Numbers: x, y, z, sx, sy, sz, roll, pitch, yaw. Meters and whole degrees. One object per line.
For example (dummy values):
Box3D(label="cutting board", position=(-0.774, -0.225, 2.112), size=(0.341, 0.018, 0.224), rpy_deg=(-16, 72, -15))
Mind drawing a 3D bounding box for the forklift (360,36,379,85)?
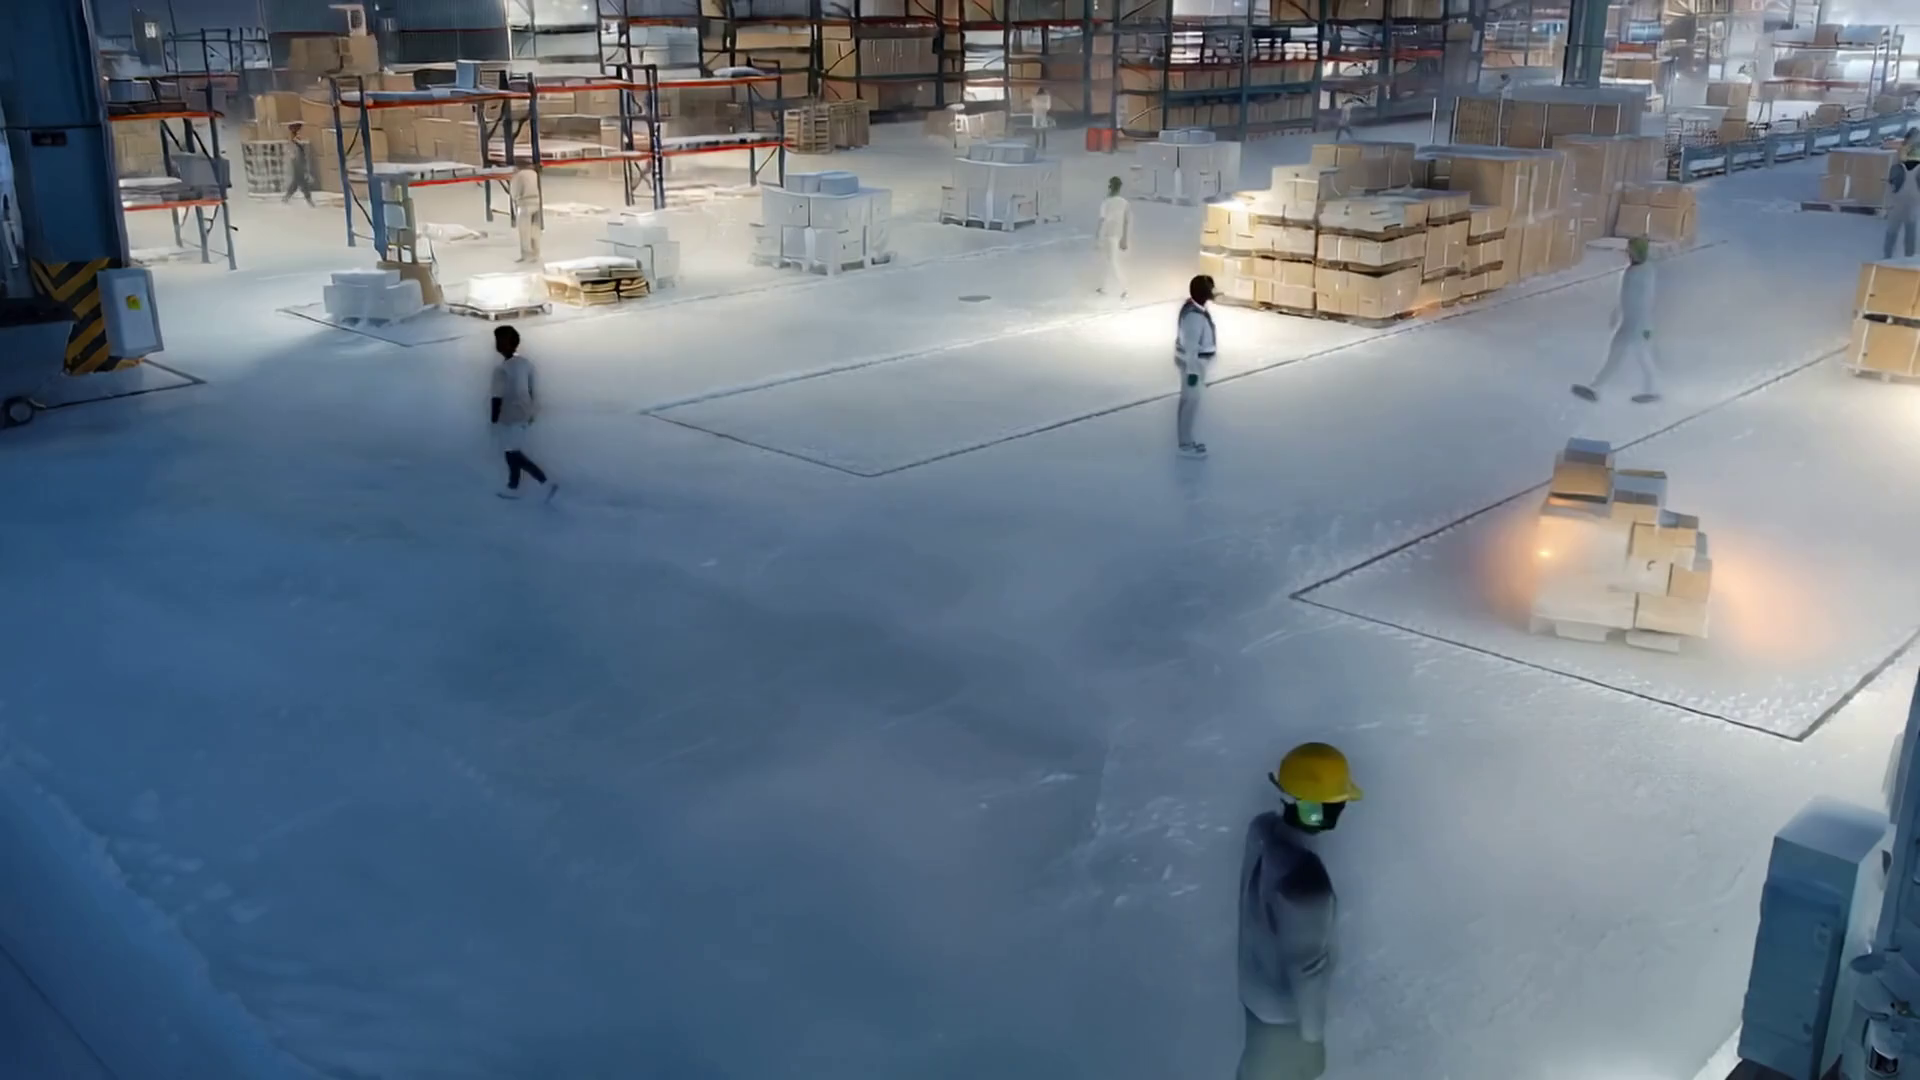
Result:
Box3D(label="forklift", position=(-22.085, -17.432, 62.302), size=(1.129, 2.768, 1.873), rpy_deg=(17, 25, 41))

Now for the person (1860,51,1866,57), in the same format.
Box3D(label="person", position=(38.740, -20.042, 71.622), size=(0.614, 1.946, 0.390), rpy_deg=(1, 18, 5))

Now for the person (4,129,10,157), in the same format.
Box3D(label="person", position=(-21.172, -8.688, 37.524), size=(0.994, 1.904, 0.625), rpy_deg=(11, 21, 30))

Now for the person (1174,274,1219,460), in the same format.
Box3D(label="person", position=(2.363, -1.740, 16.654), size=(0.430, 1.841, 0.623), rpy_deg=(3, 19, 10))

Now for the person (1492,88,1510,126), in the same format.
Box3D(label="person", position=(16.284, -12.764, 50.094), size=(0.461, 1.679, 0.560), rpy_deg=(-15, 24, -39))

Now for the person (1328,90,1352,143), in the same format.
Box3D(label="person", position=(11.470, -12.610, 49.699), size=(0.876, 1.653, 0.539), rpy_deg=(11, 21, 29))

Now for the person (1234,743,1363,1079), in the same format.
Box3D(label="person", position=(1.223, 1.668, 6.145), size=(0.400, 1.989, 0.623), rpy_deg=(-3, 19, -10))

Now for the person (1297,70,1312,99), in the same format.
Box3D(label="person", position=(12.923, -16.950, 62.393), size=(0.648, 1.891, 0.437), rpy_deg=(11, 22, 31))

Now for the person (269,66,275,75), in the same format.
Box3D(label="person", position=(-24.282, -15.919, 59.282), size=(0.512, 1.897, 0.627), rpy_deg=(-5, 19, -13))

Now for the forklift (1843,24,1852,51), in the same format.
Box3D(label="forklift", position=(43.554, -24.153, 82.552), size=(1.129, 2.768, 1.873), rpy_deg=(0, 18, 1))

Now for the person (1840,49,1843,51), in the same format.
Box3D(label="person", position=(44.636, -24.098, 83.902), size=(0.577, 1.904, 0.860), rpy_deg=(-14, 23, -37))

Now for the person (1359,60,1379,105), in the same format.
Box3D(label="person", position=(16.511, -18.279, 66.574), size=(0.948, 1.776, 0.625), rpy_deg=(1, 18, 3))

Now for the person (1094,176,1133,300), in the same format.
Box3D(label="person", position=(2.353, -4.583, 25.268), size=(0.530, 1.834, 0.917), rpy_deg=(-13, 22, -34))

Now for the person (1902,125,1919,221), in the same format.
Box3D(label="person", position=(19.062, -7.377, 33.500), size=(0.409, 1.920, 0.553), rpy_deg=(4, 19, 11))

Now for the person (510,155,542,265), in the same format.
Box3D(label="person", position=(-7.405, -5.612, 28.314), size=(0.429, 1.841, 0.636), rpy_deg=(11, 21, 29))

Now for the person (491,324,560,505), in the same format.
Box3D(label="person", position=(-3.964, -1.108, 15.015), size=(0.718, 1.676, 0.538), rpy_deg=(6, 19, 18))

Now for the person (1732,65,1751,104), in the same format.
Box3D(label="person", position=(29.052, -16.767, 61.959), size=(0.611, 1.806, 0.730), rpy_deg=(14, 23, 37))

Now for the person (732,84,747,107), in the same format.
Box3D(label="person", position=(-7.485, -14.880, 56.470), size=(0.533, 1.692, 0.322), rpy_deg=(-7, 20, -20))

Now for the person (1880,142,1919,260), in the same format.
Box3D(label="person", position=(16.260, -5.809, 28.597), size=(0.676, 2.000, 0.536), rpy_deg=(8, 20, 24))

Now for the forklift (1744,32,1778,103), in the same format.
Box3D(label="forklift", position=(33.020, -19.373, 68.149), size=(1.129, 2.768, 1.873), rpy_deg=(-13, 23, -35))

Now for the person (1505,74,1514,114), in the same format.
Box3D(label="person", position=(19.841, -16.082, 60.266), size=(0.890, 1.580, 0.515), rpy_deg=(2, 18, 6))

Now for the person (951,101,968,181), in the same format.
Box3D(label="person", position=(-0.030, -9.731, 40.600), size=(0.394, 1.929, 0.539), rpy_deg=(11, 21, 30))

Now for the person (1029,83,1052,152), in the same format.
Box3D(label="person", position=(2.343, -12.215, 48.058), size=(0.678, 1.939, 0.701), rpy_deg=(3, 19, 9))

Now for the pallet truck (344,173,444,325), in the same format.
Box3D(label="pallet truck", position=(-8.209, -4.181, 23.757), size=(0.823, 1.965, 1.885), rpy_deg=(3, 19, 9))

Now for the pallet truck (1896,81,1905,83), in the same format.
Box3D(label="pallet truck", position=(34.802, -16.331, 61.455), size=(0.653, 1.274, 1.630), rpy_deg=(17, 25, 41))

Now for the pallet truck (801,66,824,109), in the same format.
Box3D(label="pallet truck", position=(-4.812, -15.182, 56.903), size=(0.823, 1.965, 1.885), rpy_deg=(-9, 21, -26))

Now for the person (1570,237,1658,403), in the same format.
Box3D(label="person", position=(7.498, -2.465, 18.759), size=(1.025, 1.881, 0.658), rpy_deg=(3, 19, 8))

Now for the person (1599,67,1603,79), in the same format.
Box3D(label="person", position=(22.287, -15.529, 58.112), size=(0.641, 1.900, 0.395), rpy_deg=(15, 24, 39))

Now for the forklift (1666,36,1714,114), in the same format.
Box3D(label="forklift", position=(27.341, -17.291, 61.877), size=(1.129, 2.768, 1.873), rpy_deg=(17, 25, 41))

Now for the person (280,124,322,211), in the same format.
Box3D(label="person", position=(-14.030, -7.855, 35.122), size=(0.871, 1.816, 0.528), rpy_deg=(1, 18, 3))
